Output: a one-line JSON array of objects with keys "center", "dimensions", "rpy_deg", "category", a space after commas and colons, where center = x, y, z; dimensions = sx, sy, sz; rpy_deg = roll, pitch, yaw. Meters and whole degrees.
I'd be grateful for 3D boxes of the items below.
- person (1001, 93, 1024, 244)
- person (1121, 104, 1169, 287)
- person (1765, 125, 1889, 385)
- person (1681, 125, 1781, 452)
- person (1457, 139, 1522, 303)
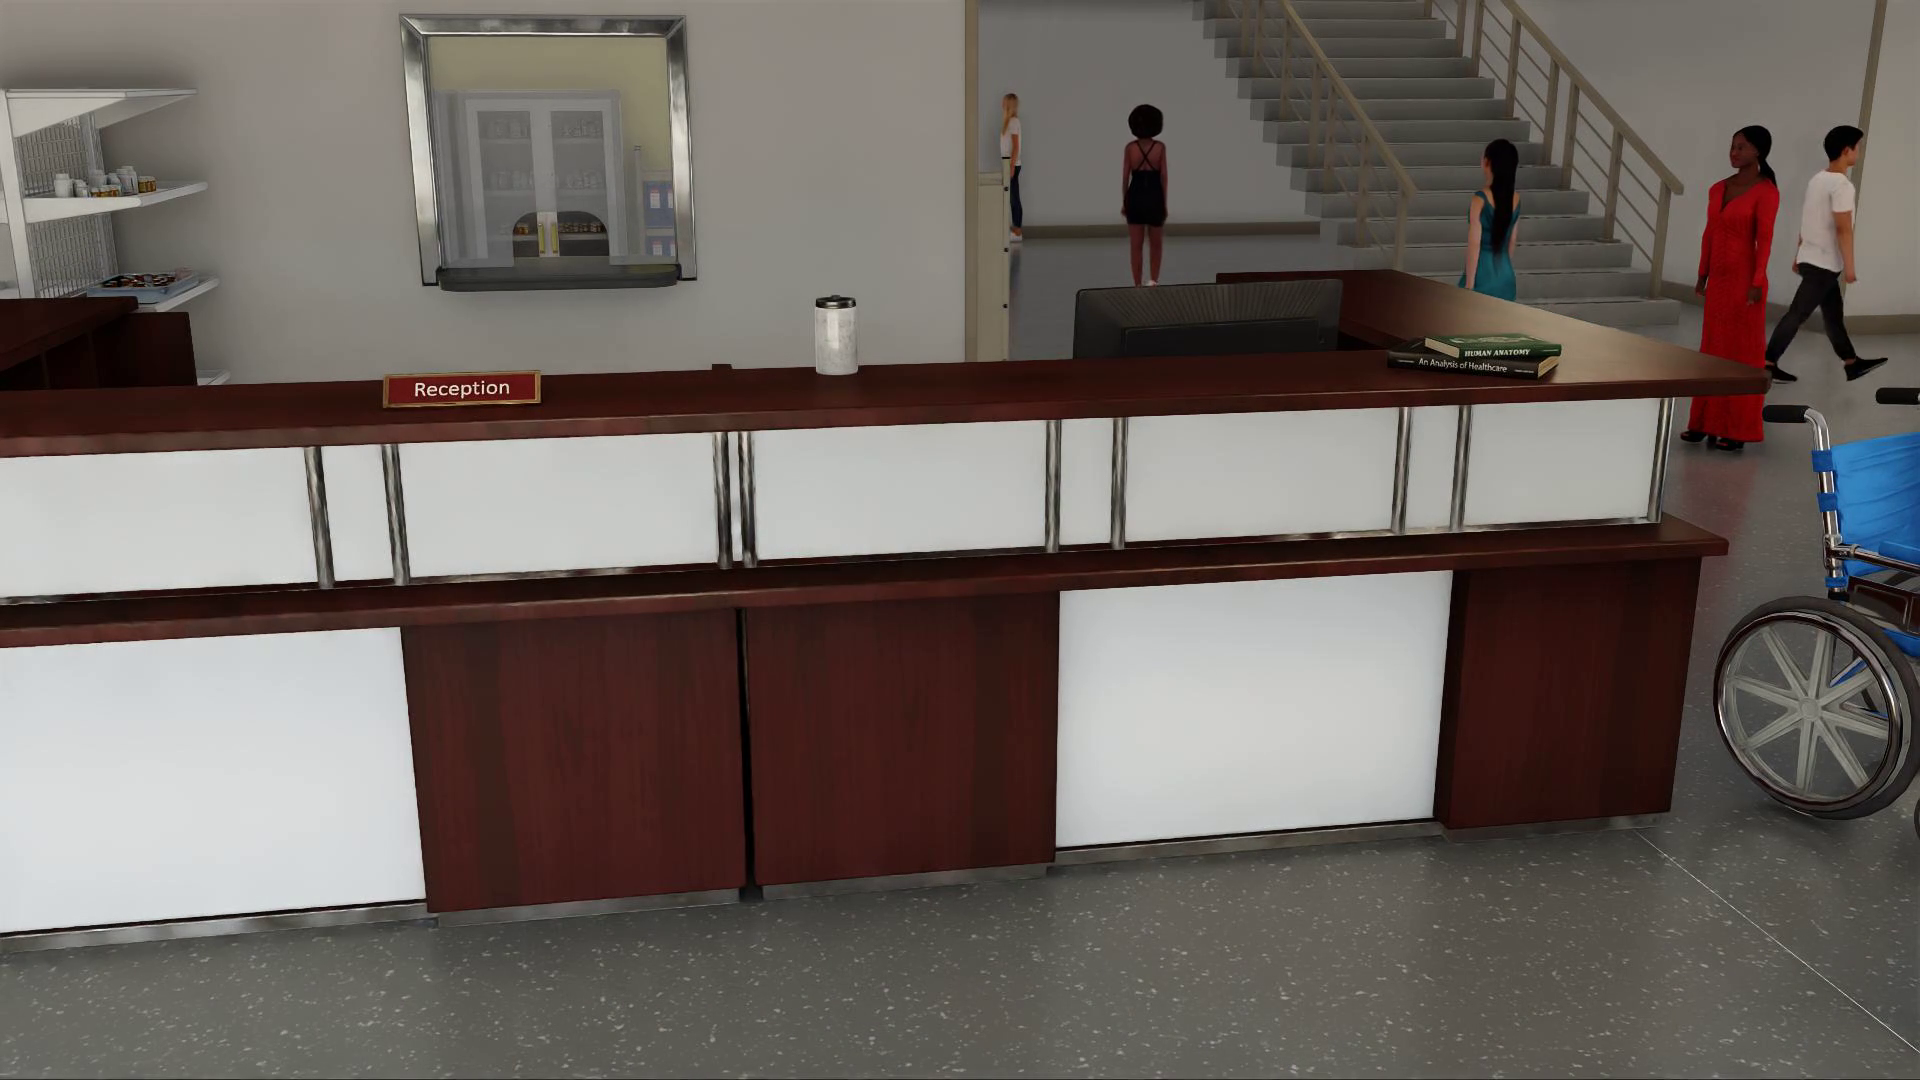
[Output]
[{"center": [0.656, -4.627, 20.692], "dimensions": [0.683, 1.808, 0.479], "rpy_deg": [-1, 16, -3], "category": "person"}, {"center": [1.641, -2.942, 14.783], "dimensions": [0.712, 1.773, 0.849], "rpy_deg": [2, 16, 7], "category": "person"}, {"center": [5.610, -1.842, 10.985], "dimensions": [0.951, 1.684, 1.101], "rpy_deg": [3, 16, 9], "category": "person"}, {"center": [4.337, -1.398, 9.278], "dimensions": [0.741, 1.787, 0.611], "rpy_deg": [-6, 17, -21], "category": "person"}, {"center": [3.188, -1.487, 9.877], "dimensions": [0.733, 1.633, 1.099], "rpy_deg": [-6, 17, -21], "category": "person"}]
